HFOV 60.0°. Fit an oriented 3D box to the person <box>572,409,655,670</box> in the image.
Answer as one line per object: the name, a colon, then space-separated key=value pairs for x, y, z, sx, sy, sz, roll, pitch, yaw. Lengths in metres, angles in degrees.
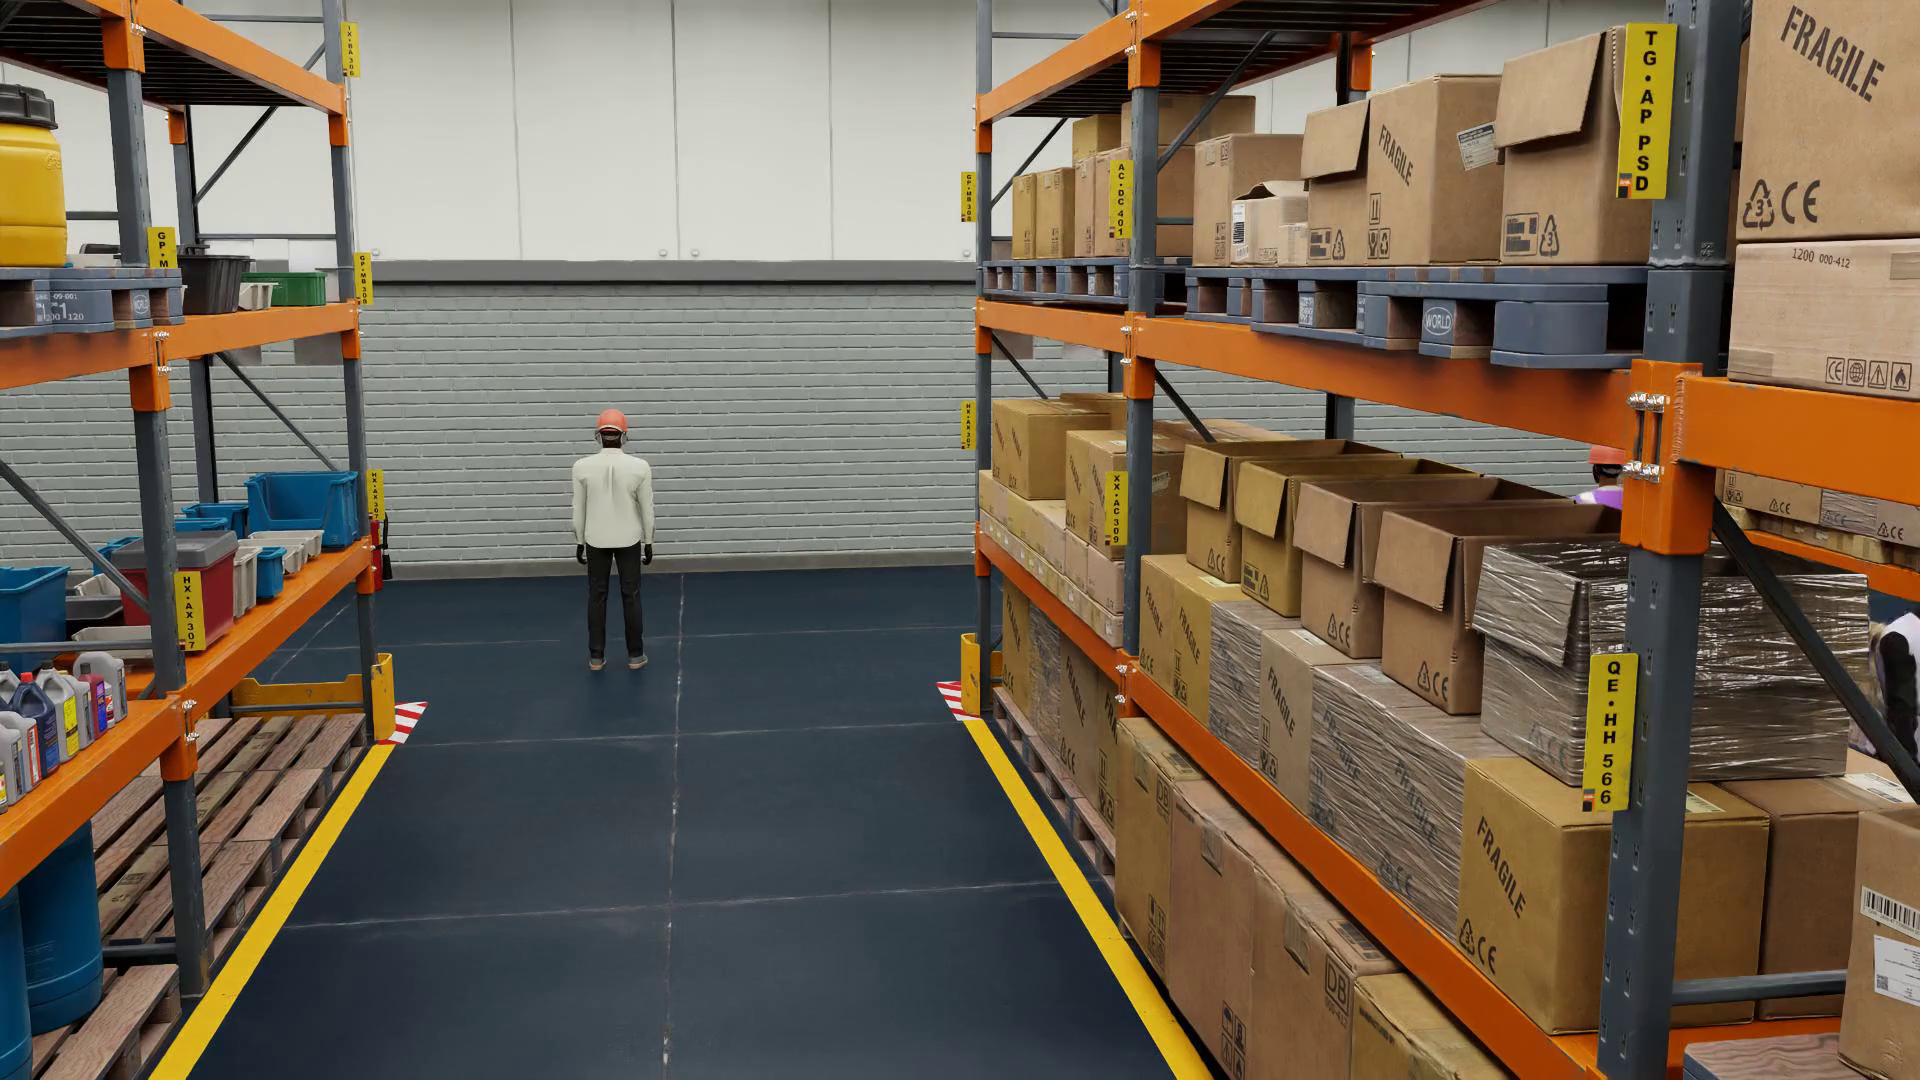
person: x=-2.630 y=0.000 z=12.674 sx=0.613 sy=1.986 sz=0.402 roll=-1 pitch=9 yaw=-9

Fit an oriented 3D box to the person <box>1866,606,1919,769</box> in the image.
person: x=4.108 y=0.958 z=7.042 sx=0.593 sy=1.891 sz=0.490 roll=-4 pitch=10 yaw=-21

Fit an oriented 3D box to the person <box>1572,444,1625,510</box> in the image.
person: x=4.305 y=0.261 z=11.288 sx=0.577 sy=1.904 sz=0.860 roll=-1 pitch=9 yaw=-5
